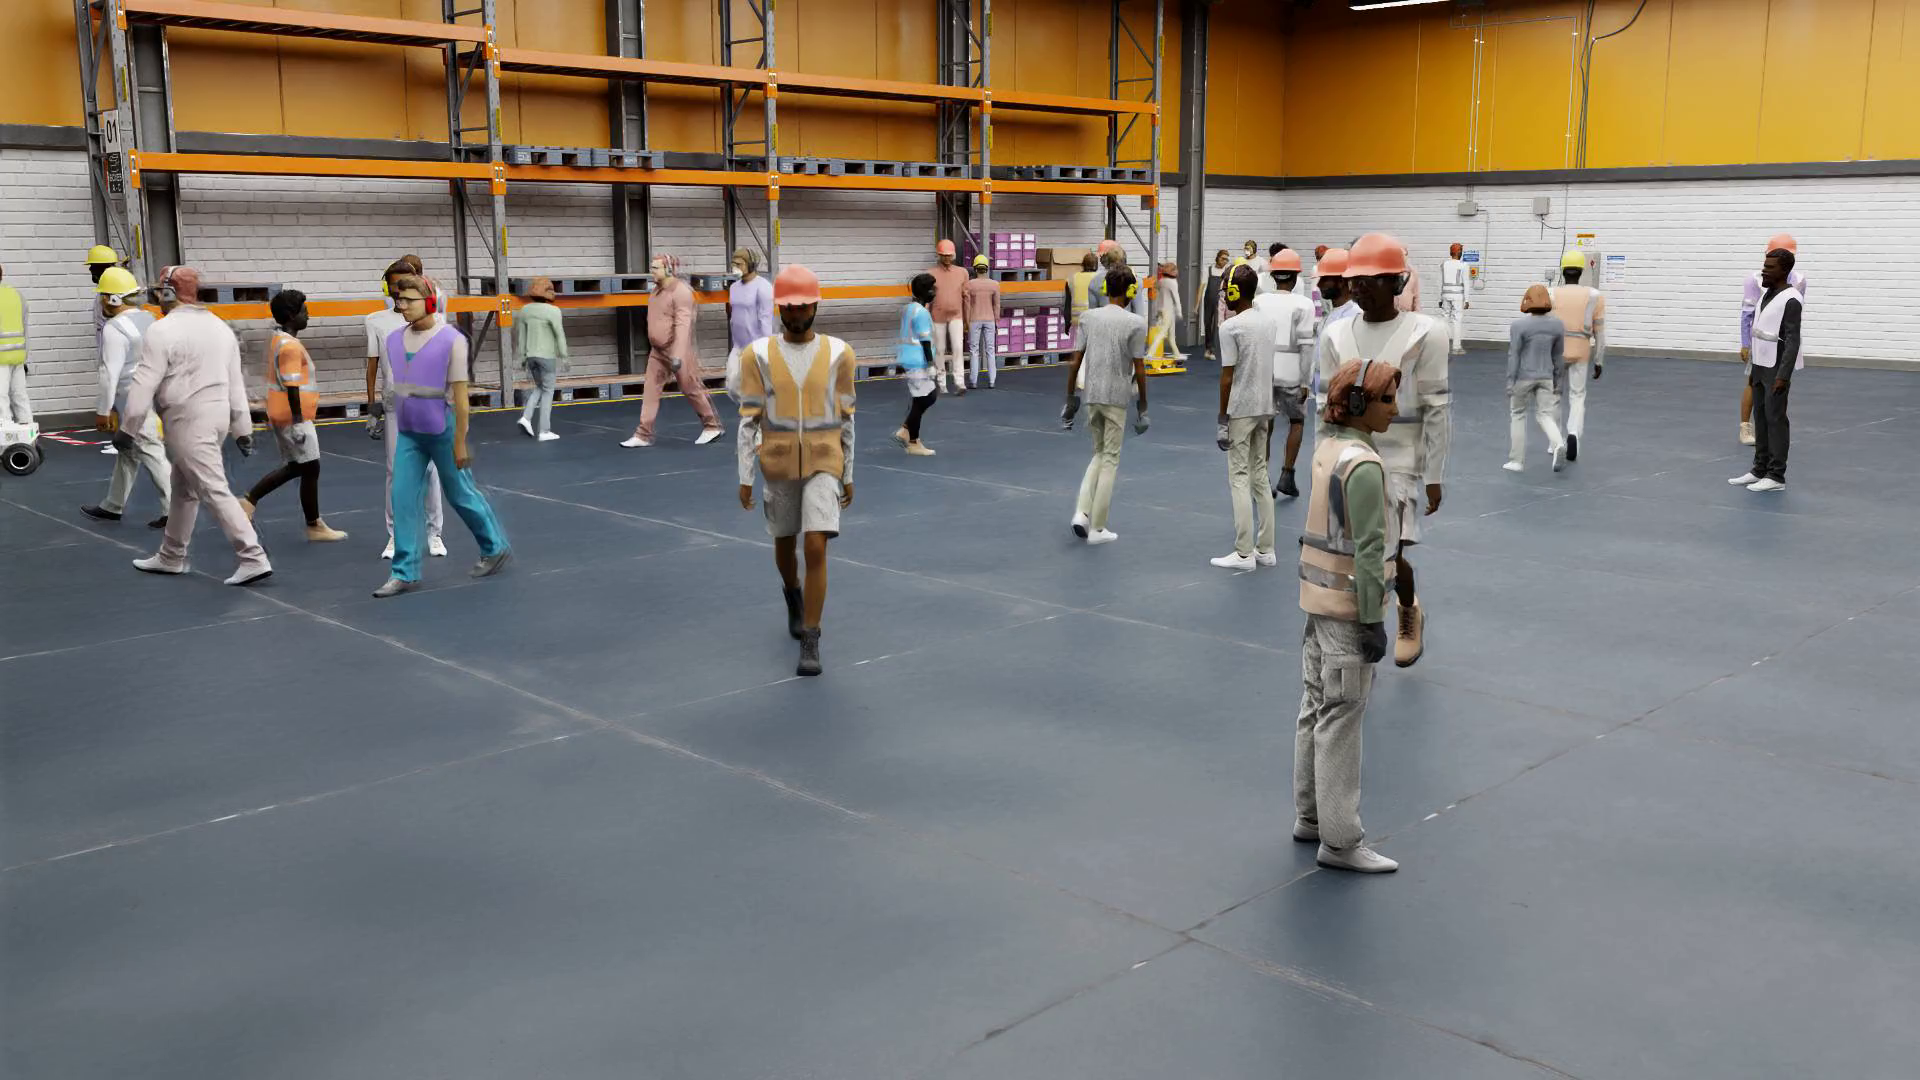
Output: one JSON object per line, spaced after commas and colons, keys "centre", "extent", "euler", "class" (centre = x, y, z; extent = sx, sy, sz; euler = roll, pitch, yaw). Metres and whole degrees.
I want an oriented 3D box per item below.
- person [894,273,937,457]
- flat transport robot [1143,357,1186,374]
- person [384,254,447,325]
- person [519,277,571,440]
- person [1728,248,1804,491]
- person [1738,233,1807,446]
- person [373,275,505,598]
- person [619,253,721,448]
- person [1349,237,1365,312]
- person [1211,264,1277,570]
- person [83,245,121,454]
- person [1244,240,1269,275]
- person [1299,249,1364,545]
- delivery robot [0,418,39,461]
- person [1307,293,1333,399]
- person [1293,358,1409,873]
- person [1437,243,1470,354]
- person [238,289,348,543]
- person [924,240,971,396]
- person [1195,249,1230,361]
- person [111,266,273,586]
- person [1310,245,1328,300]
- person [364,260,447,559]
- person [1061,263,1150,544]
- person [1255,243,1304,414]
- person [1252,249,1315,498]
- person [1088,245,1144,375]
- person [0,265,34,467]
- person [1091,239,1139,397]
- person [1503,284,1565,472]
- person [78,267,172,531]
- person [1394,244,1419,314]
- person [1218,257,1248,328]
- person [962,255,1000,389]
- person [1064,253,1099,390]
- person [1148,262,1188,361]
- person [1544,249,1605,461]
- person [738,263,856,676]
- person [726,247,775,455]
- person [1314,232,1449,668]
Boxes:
{"centre": [-0.359, -1.593, 15.197], "extent": [0.367, 1.678, 0.535], "euler": [-1, 10, -7], "class": "person"}
{"centre": [2.567, -2.594, 24.516], "extent": [0.652, 0.197, 1.431], "euler": [-10, 14, -44], "class": "flat transport robot"}
{"centre": [-5.270, -1.838, 16.111], "extent": [0.626, 1.843, 0.430], "euler": [-10, 14, -43], "class": "person"}
{"centre": [-4.130, -1.784, 16.442], "extent": [0.517, 1.618, 0.368], "euler": [6, 12, 31], "class": "person"}
{"centre": [6.474, -1.353, 13.248], "extent": [0.388, 1.921, 0.593], "euler": [0, 10, 2], "class": "person"}
{"centre": [7.816, -1.914, 15.980], "extent": [0.614, 2.038, 0.396], "euler": [-1, 10, -5], "class": "person"}
{"centre": [-3.008, -0.622, 9.575], "extent": [0.578, 1.811, 0.935], "euler": [5, 11, 25], "class": "person"}
{"centre": [-2.769, -1.817, 15.980], "extent": [1.028, 1.856, 0.660], "euler": [-10, 14, -43], "class": "person"}
{"centre": [5.711, -3.416, 24.173], "extent": [0.687, 2.000, 0.850], "euler": [-5, 12, -27], "class": "person"}
{"centre": [1.726, -0.743, 10.131], "extent": [0.494, 1.853, 0.367], "euler": [-9, 14, -40], "class": "person"}
{"centre": [-7.879, -1.762, 15.463], "extent": [0.370, 1.927, 0.588], "euler": [-4, 11, -20], "class": "person"}
{"centre": [4.962, -4.142, 28.409], "extent": [0.353, 1.937, 0.635], "euler": [-10, 14, -44], "class": "person"}
{"centre": [2.379, -0.872, 10.580], "extent": [0.361, 1.935, 0.553], "euler": [0, 10, -1], "class": "person"}
{"centre": [-8.211, -0.869, 14.083], "extent": [0.707, 0.478, 0.477], "euler": [-4, 11, -22], "class": "delivery robot"}
{"centre": [4.621, -2.573, 20.491], "extent": [0.901, 1.690, 0.506], "euler": [-2, 11, -10], "class": "person"}
{"centre": [1.247, 0.236, 5.361], "extent": [0.314, 1.636, 0.515], "euler": [0, 10, -2], "class": "person"}
{"centre": [8.441, -4.118, 28.430], "extent": [0.346, 1.882, 0.584], "euler": [-10, 14, -42], "class": "person"}
{"centre": [-4.422, -0.790, 10.825], "extent": [0.644, 1.678, 0.534], "euler": [-6, 12, -28], "class": "person"}
{"centre": [-0.161, -2.785, 20.950], "extent": [0.662, 1.949, 0.956], "euler": [-2, 11, -9], "class": "person"}
{"centre": [4.155, -3.845, 27.186], "extent": [0.589, 1.798, 0.929], "euler": [2, 11, 9], "class": "person"}
{"centre": [-4.450, -0.661, 9.682], "extent": [1.023, 1.855, 0.635], "euler": [2, 11, 9], "class": "person"}
{"centre": [6.220, -4.058, 28.186], "extent": [0.610, 1.859, 0.804], "euler": [-6, 12, -32], "class": "person"}
{"centre": [-3.457, -0.814, 10.451], "extent": [0.536, 1.868, 0.314], "euler": [-3, 11, -15], "class": "person"}
{"centre": [0.976, -0.881, 10.905], "extent": [0.532, 1.842, 0.405], "euler": [8, 13, 38], "class": "person"}
{"centre": [3.521, -2.343, 18.618], "extent": [0.634, 1.921, 0.945], "euler": [3, 11, 15], "class": "person"}
{"centre": [2.445, -1.252, 12.713], "extent": [0.558, 1.918, 0.514], "euler": [5, 12, 27], "class": "person"}
{"centre": [1.674, -2.242, 18.090], "extent": [0.634, 1.922, 0.665], "euler": [5, 12, 27], "class": "person"}
{"centre": [-8.433, -1.557, 14.581], "extent": [0.429, 1.841, 0.629], "euler": [2, 11, 11], "class": "person"}
{"centre": [1.862, -2.641, 20.135], "extent": [0.627, 1.972, 0.681], "euler": [8, 13, 38], "class": "person"}
{"centre": [4.909, -1.355, 14.115], "extent": [0.506, 1.615, 0.644], "euler": [-2, 11, -10], "class": "person"}
{"centre": [-5.737, -0.949, 11.373], "extent": [0.888, 1.791, 0.612], "euler": [0, 10, -2], "class": "person"}
{"centre": [5.739, -2.930, 21.892], "extent": [0.644, 1.908, 0.408], "euler": [-2, 11, -12], "class": "person"}
{"centre": [3.922, -3.135, 23.499], "extent": [0.524, 1.727, 0.849], "euler": [3, 11, 14], "class": "person"}
{"centre": [0.271, -2.866, 21.927], "extent": [0.525, 1.769, 0.315], "euler": [-3, 11, -15], "class": "person"}
{"centre": [1.697, -2.868, 21.880], "extent": [0.643, 1.793, 0.970], "euler": [5, 12, 27], "class": "person"}
{"centre": [3.298, -3.629, 26.578], "extent": [0.843, 1.602, 0.503], "euler": [-4, 11, -21], "class": "person"}
{"centre": [5.514, -1.673, 15.073], "extent": [0.597, 1.901, 0.850], "euler": [3, 11, 18], "class": "person"}
{"centre": [-0.773, -0.370, 7.963], "extent": [0.556, 1.902, 0.934], "euler": [-1, 10, -4], "class": "person"}
{"centre": [-1.912, -1.744, 15.397], "extent": [0.492, 1.922, 0.632], "euler": [-10, 14, -44], "class": "person"}
{"centre": [1.875, -0.344, 7.435], "extent": [0.627, 2.030, 0.536], "euler": [8, 13, 38], "class": "person"}
